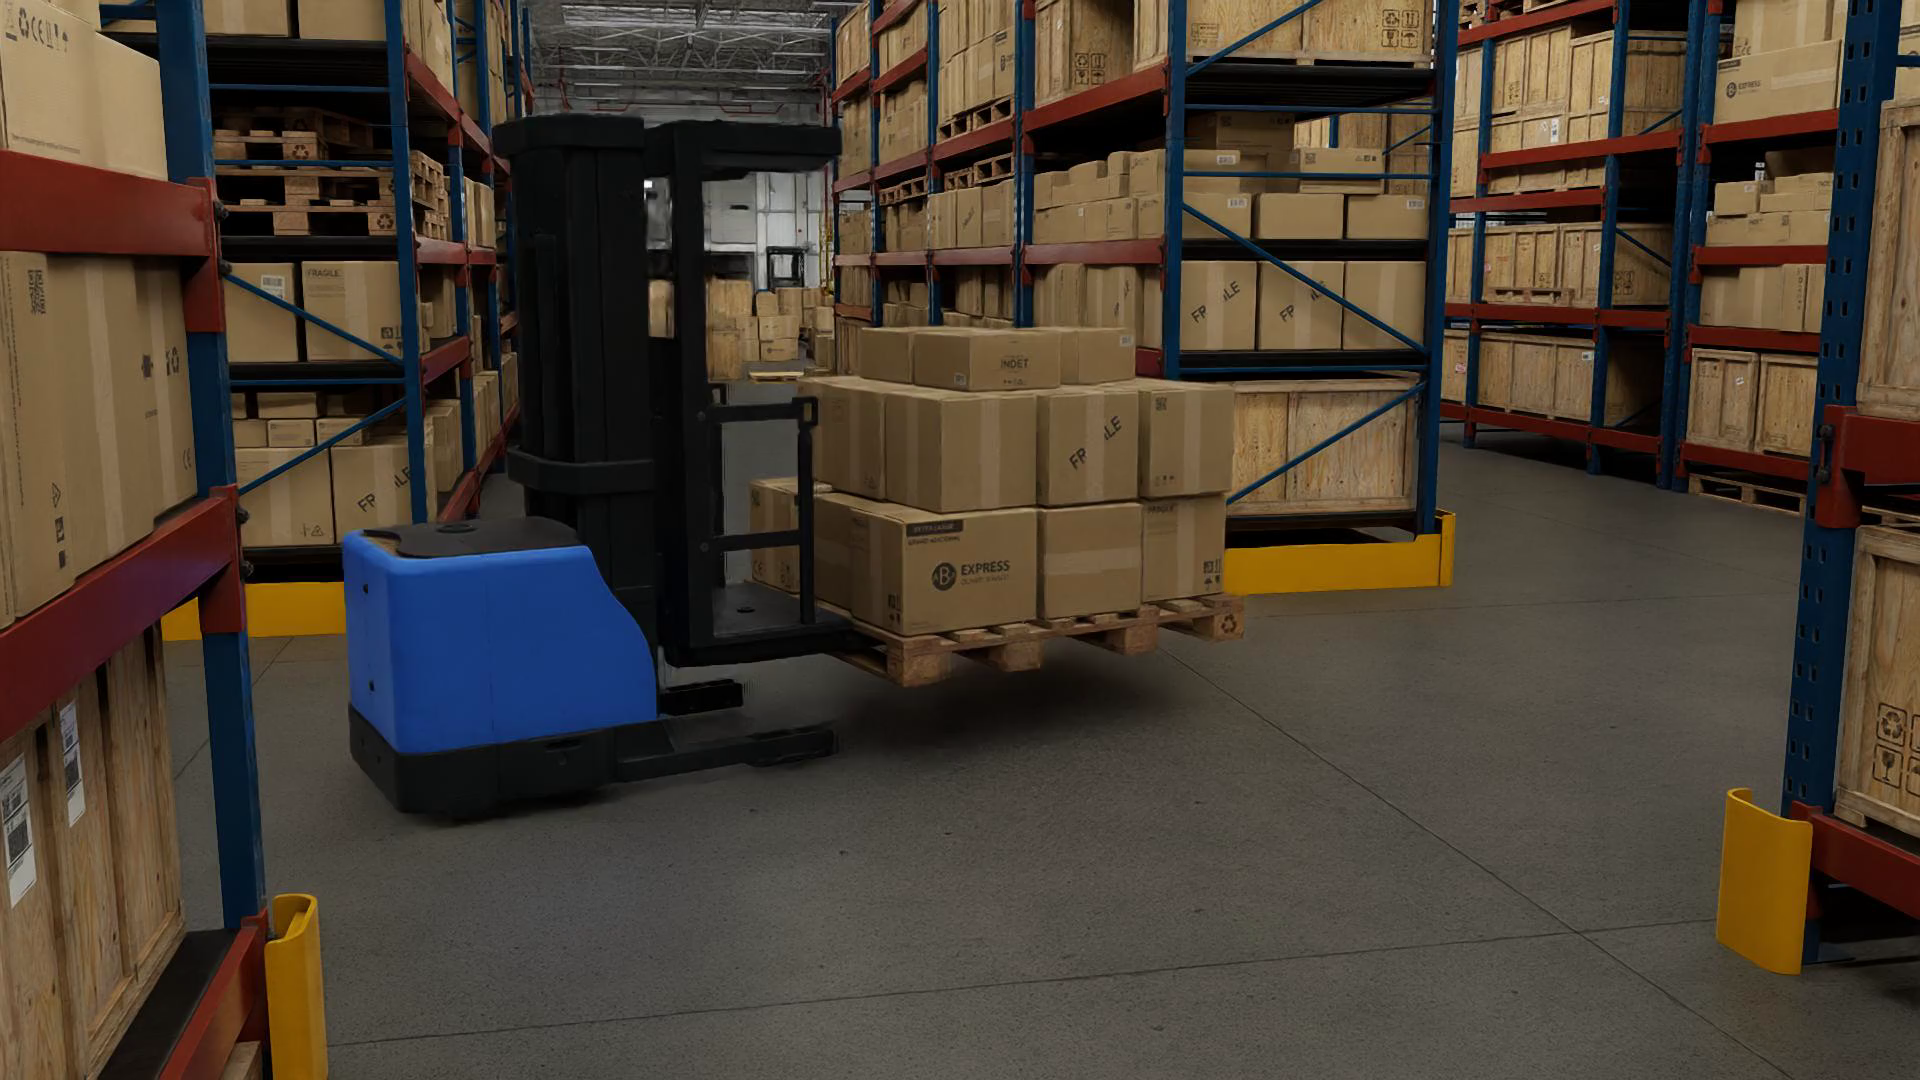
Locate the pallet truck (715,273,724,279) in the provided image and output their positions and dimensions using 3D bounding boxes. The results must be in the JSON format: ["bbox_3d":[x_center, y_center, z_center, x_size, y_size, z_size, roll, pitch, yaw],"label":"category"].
[{"bbox_3d":[-8.580,-8.986,62.280,1.885,1.965,0.823,1,9,5],"label":"pallet truck"}]

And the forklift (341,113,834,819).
[{"bbox_3d":[-1.650,-0.390,7.200,1.873,2.768,1.129,-6,11,-31],"label":"forklift"}]

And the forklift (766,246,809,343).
[{"bbox_3d":[-5.169,-7.188,48.636,1.129,2.768,1.873,-3,10,-19],"label":"forklift"}]
